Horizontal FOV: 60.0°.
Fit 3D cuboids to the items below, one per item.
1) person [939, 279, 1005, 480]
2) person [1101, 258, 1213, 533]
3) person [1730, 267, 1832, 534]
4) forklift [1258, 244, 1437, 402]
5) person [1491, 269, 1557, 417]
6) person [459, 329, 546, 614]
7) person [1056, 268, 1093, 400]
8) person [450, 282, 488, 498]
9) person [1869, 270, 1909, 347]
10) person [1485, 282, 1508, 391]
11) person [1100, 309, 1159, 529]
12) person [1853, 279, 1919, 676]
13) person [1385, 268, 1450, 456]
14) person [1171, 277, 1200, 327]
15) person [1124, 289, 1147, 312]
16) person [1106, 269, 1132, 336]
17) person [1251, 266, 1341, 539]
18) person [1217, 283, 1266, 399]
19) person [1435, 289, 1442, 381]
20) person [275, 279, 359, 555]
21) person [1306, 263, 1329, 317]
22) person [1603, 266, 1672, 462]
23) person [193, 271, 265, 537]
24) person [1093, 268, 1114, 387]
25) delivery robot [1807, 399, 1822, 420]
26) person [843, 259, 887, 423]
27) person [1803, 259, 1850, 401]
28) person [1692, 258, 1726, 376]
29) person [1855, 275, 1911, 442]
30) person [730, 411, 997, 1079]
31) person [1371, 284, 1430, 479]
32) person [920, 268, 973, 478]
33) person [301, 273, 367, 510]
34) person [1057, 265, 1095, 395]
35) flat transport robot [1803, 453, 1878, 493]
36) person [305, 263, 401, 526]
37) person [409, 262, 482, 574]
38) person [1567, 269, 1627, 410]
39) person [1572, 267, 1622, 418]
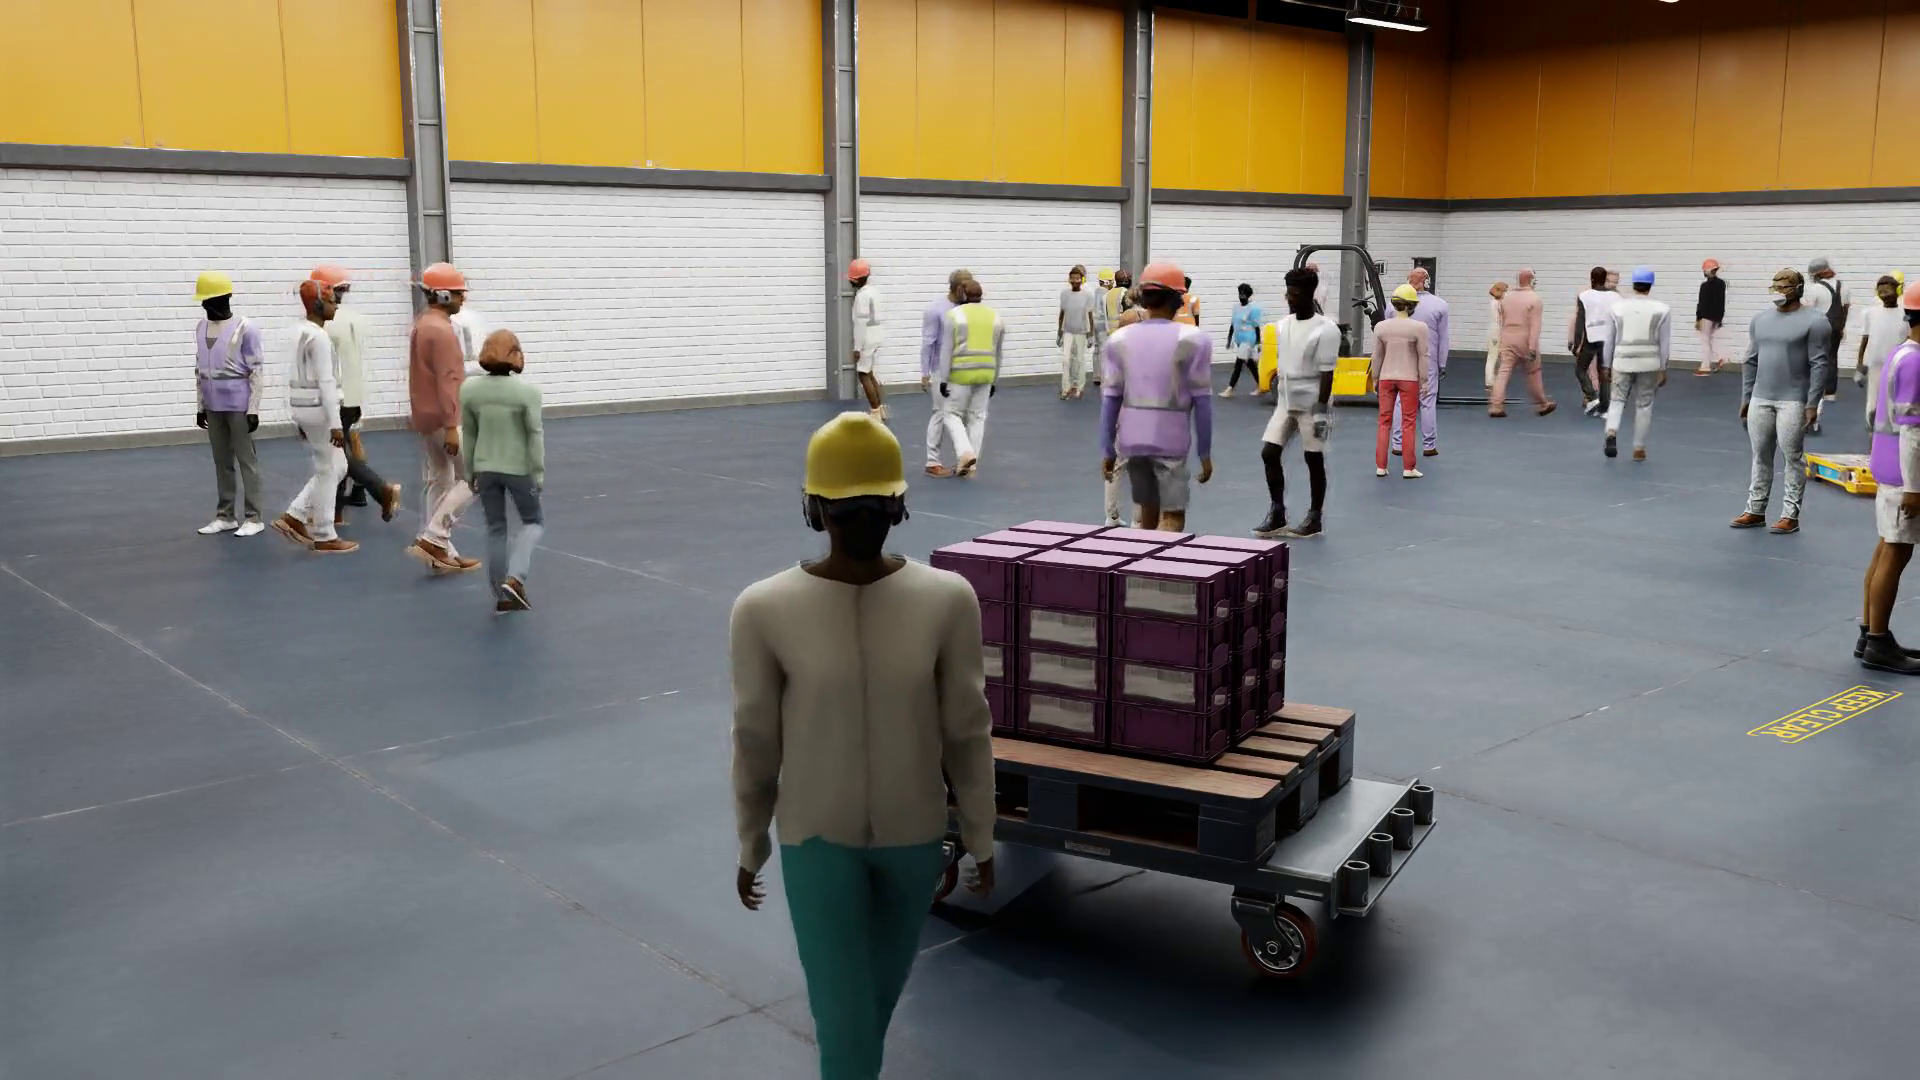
[{"bbox_3d":[0.103,-1.439,15.039,0.661,1.815,0.470,-5,11,-27],"label":"person"},{"bbox_3d":[1.042,-0.523,9.081,0.618,2.020,0.850,6,11,32],"label":"person"},{"bbox_3d":[6.014,-1.019,12.201,0.365,1.939,0.636,-6,11,-30],"label":"person"},{"bbox_3d":[5.256,-2.933,22.661,2.313,2.155,1.214,3,10,16],"label":"forklift"},{"bbox_3d":[7.097,-2.464,20.928,1.032,1.849,0.666,-7,12,-34],"label":"person"},{"bbox_3d":[-2.561,-0.372,9.347,0.503,1.623,0.382,1,10,8],"label":"person"},{"bbox_3d":[1.597,-2.879,23.349,0.576,1.845,0.811,3,10,19],"label":"person"},{"bbox_3d":[-4.142,-1.276,13.916,0.404,1.867,0.618,1,10,5],"label":"person"},{"bbox_3d":[12.991,-2.838,23.195,0.589,1.827,0.403,4,11,23],"label":"person"},{"bbox_3d":[8.106,-3.074,25.128,0.288,1.633,0.497,4,11,24],"label":"person"},{"bbox_3d":[1.254,-0.877,12.248,0.521,1.638,0.311,9,13,44],"label":"person"},{"bbox_3d":[4.650,-0.320,8.114,0.373,1.934,0.551,4,11,24],"label":"person"},{"bbox_3d":[4.624,-1.795,16.864,0.637,1.901,0.403,3,10,19],"label":"person"},{"bbox_3d":[3.618,-3.405,26.906,0.538,1.695,0.319,4,10,22],"label":"person"},{"bbox_3d":[2.365,-2.543,22.152,0.879,1.586,0.524,-3,10,-18],"label":"person"},{"bbox_3d":[2.284,-2.858,23.250,0.429,1.847,0.627,-4,11,-24],"label":"person"},{"bbox_3d":[2.351,-0.955,11.799,0.689,1.942,0.644,-6,12,-33],"label":"person"},{"bbox_3d":[4.071,-2.835,23.710,0.911,1.641,0.536,-4,11,-23],"label":"person"},{"bbox_3d":[7.507,-3.446,26.842,0.532,1.804,0.963,-4,11,-24],"label":"person"},{"bbox_3d":[-4.338,-0.822,11.247,0.449,1.867,0.585,-6,11,-31],"label":"person"},{"bbox_3d":[5.963,-3.763,28.364,0.655,1.906,0.407,-6,12,-33],"label":"person"},{"bbox_3d":[6.605,-1.711,16.266,0.622,1.929,0.609,5,11,29],"label":"person"},{"bbox_3d":[-5.301,-0.978,12.027,0.585,1.917,0.382,4,10,22],"label":"person"},{"bbox_3d":[2.232,-3.266,25.664,0.404,1.834,0.591,-2,10,-14],"label":"person"},{"bbox_3d":[9.335,-1.501,18.795,0.707,0.478,0.477,0,10,-2],"label":"delivery robot"},{"bbox_3d":[-1.149,-2.373,19.987,0.452,1.990,0.734,1,10,8],"label":"person"},{"bbox_3d":[12.035,-2.957,23.253,0.749,2.000,0.534,-3,10,-19],"label":"person"},{"bbox_3d":[12.623,-3.746,28.043,0.643,1.980,0.430,-6,12,-33],"label":"person"},{"bbox_3d":[9.178,-1.695,16.442,0.578,1.847,0.638,6,11,29],"label":"person"},{"bbox_3d":[-0.201,0.583,3.450,0.532,1.725,0.883,-3,10,-17],"label":"person"},{"bbox_3d":[4.026,-1.444,15.203,0.533,1.765,0.321,6,12,33],"label":"person"},{"bbox_3d":[-0.073,-1.528,15.261,0.696,1.920,0.415,-7,12,-34],"label":"person"},{"bbox_3d":[-5.014,-1.204,13.285,0.361,1.939,0.542,6,11,32],"label":"person"},{"bbox_3d":[1.689,-3.057,24.290,0.417,1.900,0.658,-7,12,-36],"label":"person"},{"bbox_3d":[7.949,-0.596,14.602,0.652,0.197,1.431,1,10,8],"label":"flat transport robot"},{"bbox_3d":[-4.545,-1.049,12.303,0.769,1.974,0.616,1,10,7],"label":"person"},{"bbox_3d":[-3.241,-0.750,10.499,0.430,1.980,0.647,-6,11,-32],"label":"person"},{"bbox_3d":[8.426,-2.624,21.867,0.707,1.844,0.974,0,10,-2],"label":"person"},{"bbox_3d":[7.995,-2.477,20.893,0.627,1.888,0.478,-1,10,-8],"label":"person"}]
